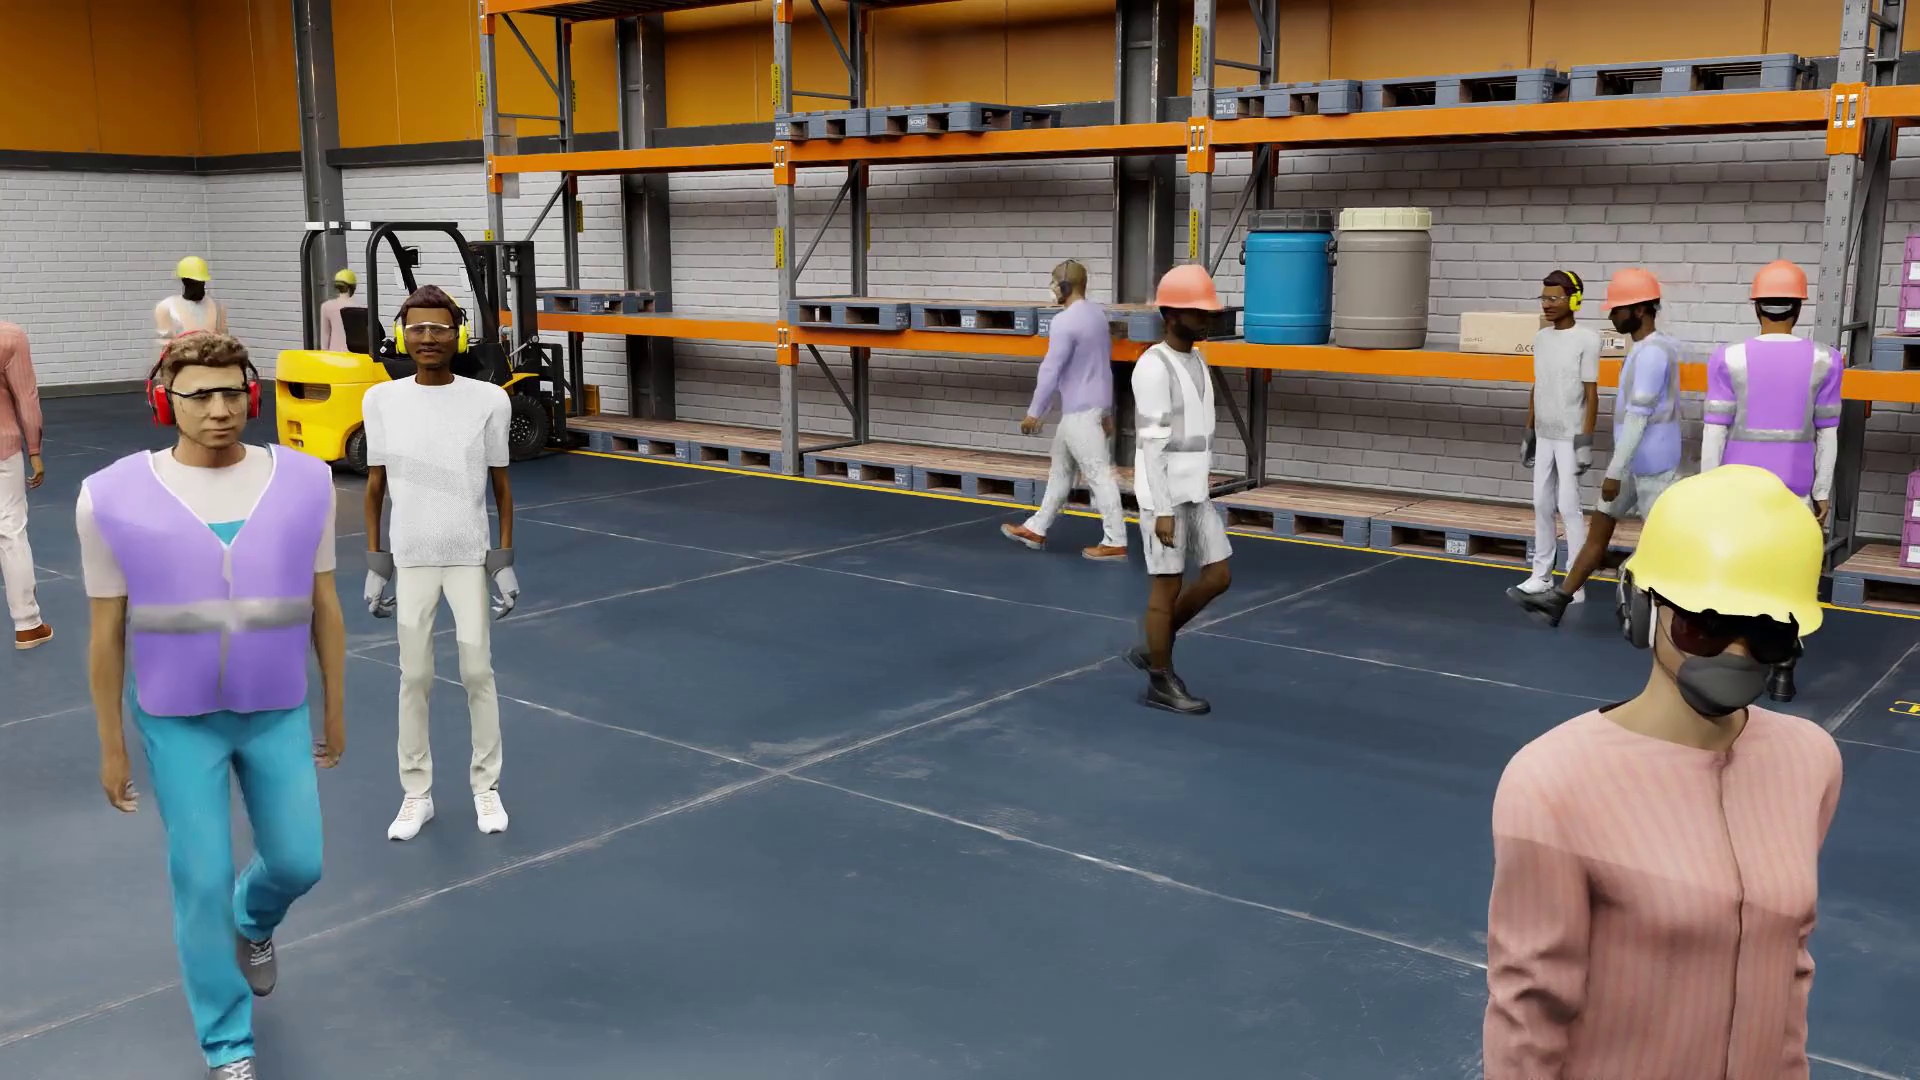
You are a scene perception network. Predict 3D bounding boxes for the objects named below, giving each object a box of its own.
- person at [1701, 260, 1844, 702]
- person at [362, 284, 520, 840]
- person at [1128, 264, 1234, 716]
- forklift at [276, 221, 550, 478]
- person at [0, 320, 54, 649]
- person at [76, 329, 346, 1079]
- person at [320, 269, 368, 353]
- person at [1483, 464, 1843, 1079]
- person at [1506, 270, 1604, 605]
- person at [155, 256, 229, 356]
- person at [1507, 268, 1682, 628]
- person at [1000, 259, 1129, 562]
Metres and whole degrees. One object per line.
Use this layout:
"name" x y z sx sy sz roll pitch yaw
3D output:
"person" 3.529 -0.251 7.309 0.552 1.934 0.357 2 11 13
"person" -1.761 0.081 5.642 0.512 1.877 0.328 -2 10 -12
"person" 0.936 -0.197 7.044 0.405 1.920 0.553 8 13 38
"forklift" -4.922 -1.741 14.854 1.214 2.155 2.313 8 13 38
"person" -4.827 -0.434 8.158 0.612 1.997 0.375 -4 11 -19
"person" -1.775 0.405 3.992 0.571 1.830 0.614 -7 13 -35
"person" -6.280 -1.921 17.164 0.543 1.712 0.919 2 10 11
"person" 0.881 0.776 2.099 0.526 1.765 0.329 -4 11 -21
"person" 3.336 -0.565 9.274 0.317 1.860 0.515 -4 11 -22
"person" -6.338 -1.391 13.744 0.698 1.900 0.584 8 13 39
"person" 3.325 -0.408 8.340 1.011 1.874 0.564 3 11 18
"person" 0.659 -0.816 10.551 0.978 1.889 0.642 4 11 23
